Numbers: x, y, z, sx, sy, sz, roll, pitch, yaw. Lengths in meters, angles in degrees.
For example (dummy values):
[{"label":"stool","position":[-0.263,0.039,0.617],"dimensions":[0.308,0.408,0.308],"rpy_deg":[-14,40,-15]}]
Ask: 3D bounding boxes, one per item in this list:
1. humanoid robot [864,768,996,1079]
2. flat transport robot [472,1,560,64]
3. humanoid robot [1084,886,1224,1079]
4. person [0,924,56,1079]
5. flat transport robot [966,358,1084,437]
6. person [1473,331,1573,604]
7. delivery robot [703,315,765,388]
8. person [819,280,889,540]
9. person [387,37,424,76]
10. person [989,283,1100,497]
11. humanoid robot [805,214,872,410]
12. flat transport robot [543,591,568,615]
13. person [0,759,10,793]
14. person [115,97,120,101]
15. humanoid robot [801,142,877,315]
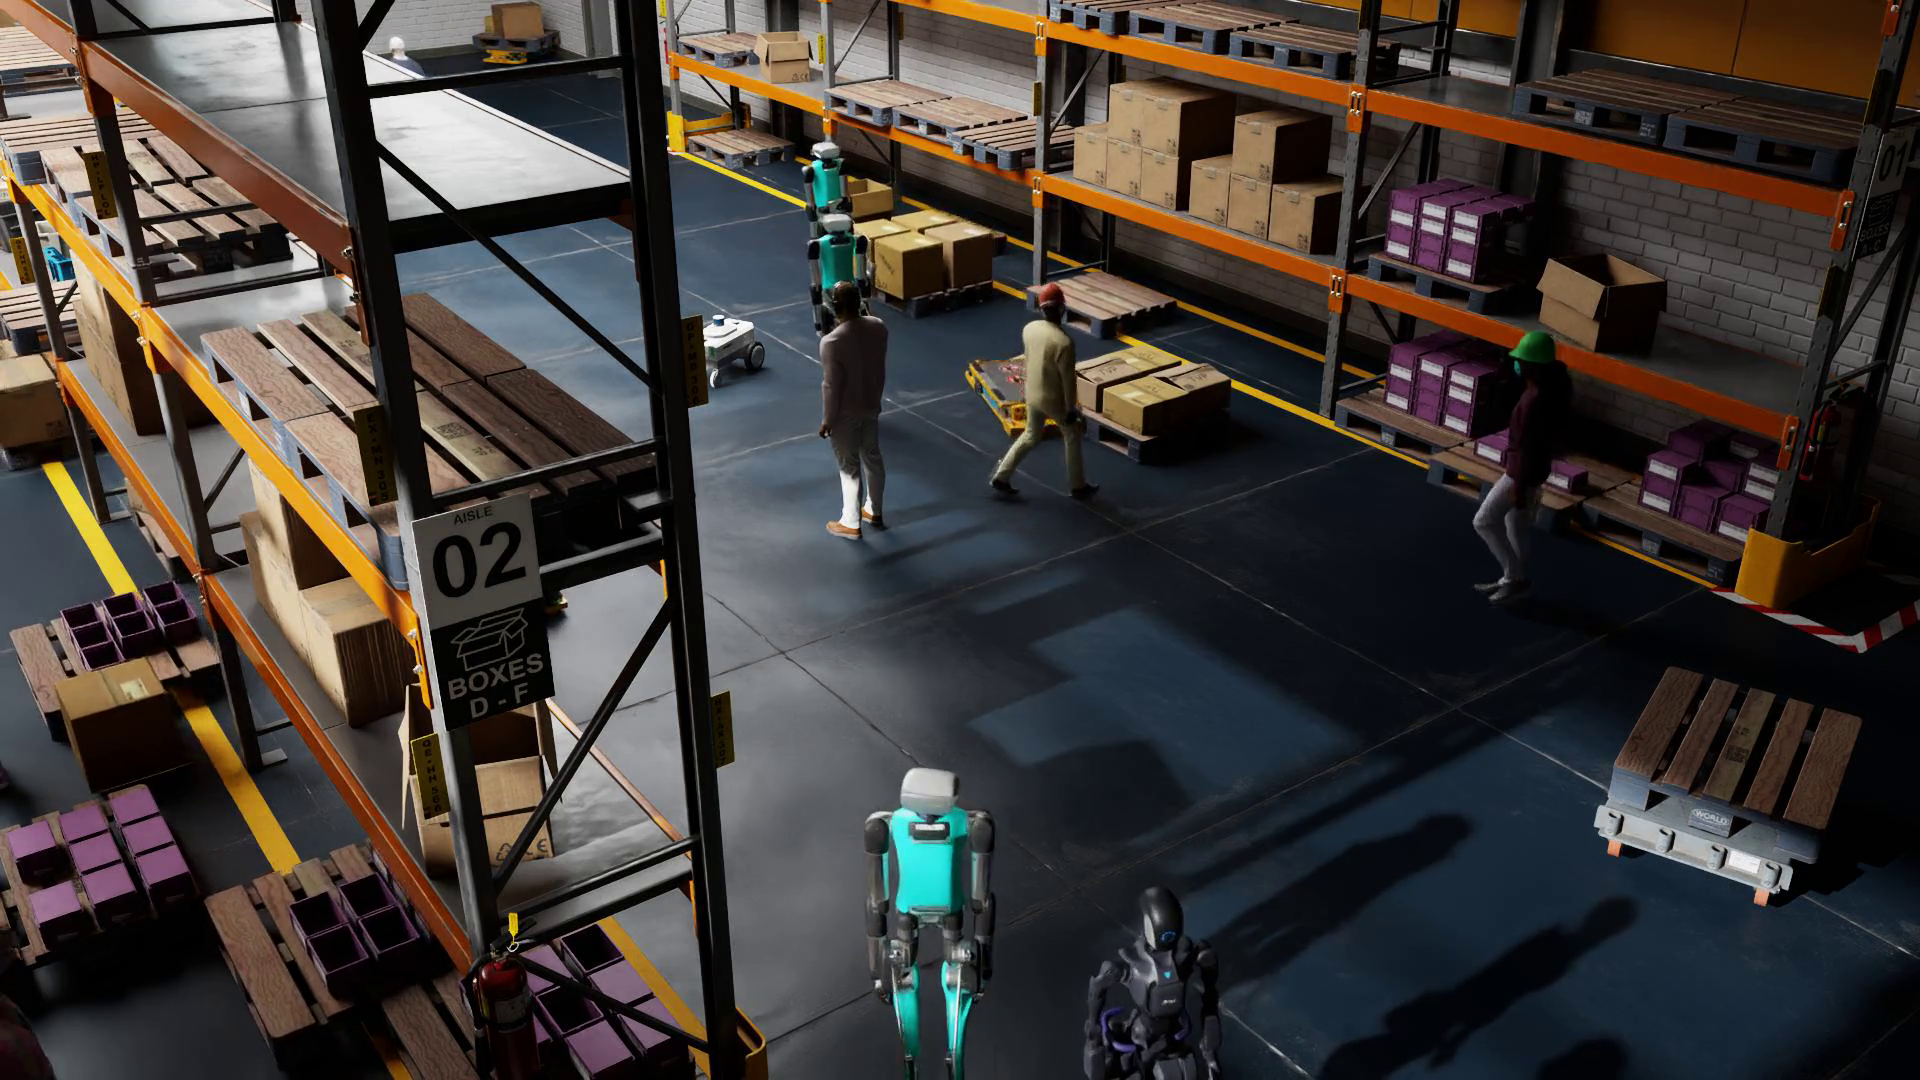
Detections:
[{"label":"humanoid robot","position":[-0.117,1.830,6.709],"dimensions":[0.533,1.767,0.724],"rpy_deg":[0,27,-1]},{"label":"flat transport robot","position":[-7.618,-8.479,28.852],"dimensions":[0.659,0.231,1.431],"rpy_deg":[7,27,13]},{"label":"humanoid robot","position":[0.737,2.016,6.416],"dimensions":[0.599,1.658,0.336],"rpy_deg":[-8,28,-16]},{"label":"person","position":[-3.443,2.148,5.977],"dimensions":[0.564,1.829,0.544],"rpy_deg":[-21,33,-35]},{"label":"flat transport robot","position":[0.549,-1.275,14.523],"dimensions":[0.659,0.231,1.431],"rpy_deg":[-7,28,-14]},{"label":"person","position":[3.723,-0.458,11.042],"dimensions":[0.469,1.936,0.500],"rpy_deg":[17,31,30]},{"label":"delivery robot","position":[-2.175,-1.756,15.155],"dimensions":[0.499,0.589,0.782],"rpy_deg":[13,29,24]},{"label":"person","position":[-0.775,-0.935,11.997],"dimensions":[0.372,1.934,0.626],"rpy_deg":[20,33,34]},{"label":"person","position":[-7.188,-5.588,21.473],"dimensions":[0.778,1.725,0.582],"rpy_deg":[-22,34,-37]},{"label":"person","position":[0.656,-1.096,12.573],"dimensions":[0.812,1.701,0.584],"rpy_deg":[-16,31,-29]},{"label":"humanoid robot","position":[-0.910,-1.773,13.895],"dimensions":[0.536,1.765,0.814],"rpy_deg":[-12,29,-22]},{"label":"flat transport robot","position":[-3.323,0.223,11.544],"dimensions":[0.659,0.231,1.431],"rpy_deg":[-18,32,-31]},{"label":"person","position":[-5.616,0.562,9.050],"dimensions":[0.406,1.904,0.650],"rpy_deg":[-17,31,-30]},{"label":"person","position":[-10.670,-5.416,20.842],"dimensions":[0.393,1.993,0.611],"rpy_deg":[10,28,18]},{"label":"humanoid robot","position":[-1.120,-2.958,16.284],"dimensions":[0.541,1.763,1.026],"rpy_deg":[-22,34,-36]}]
